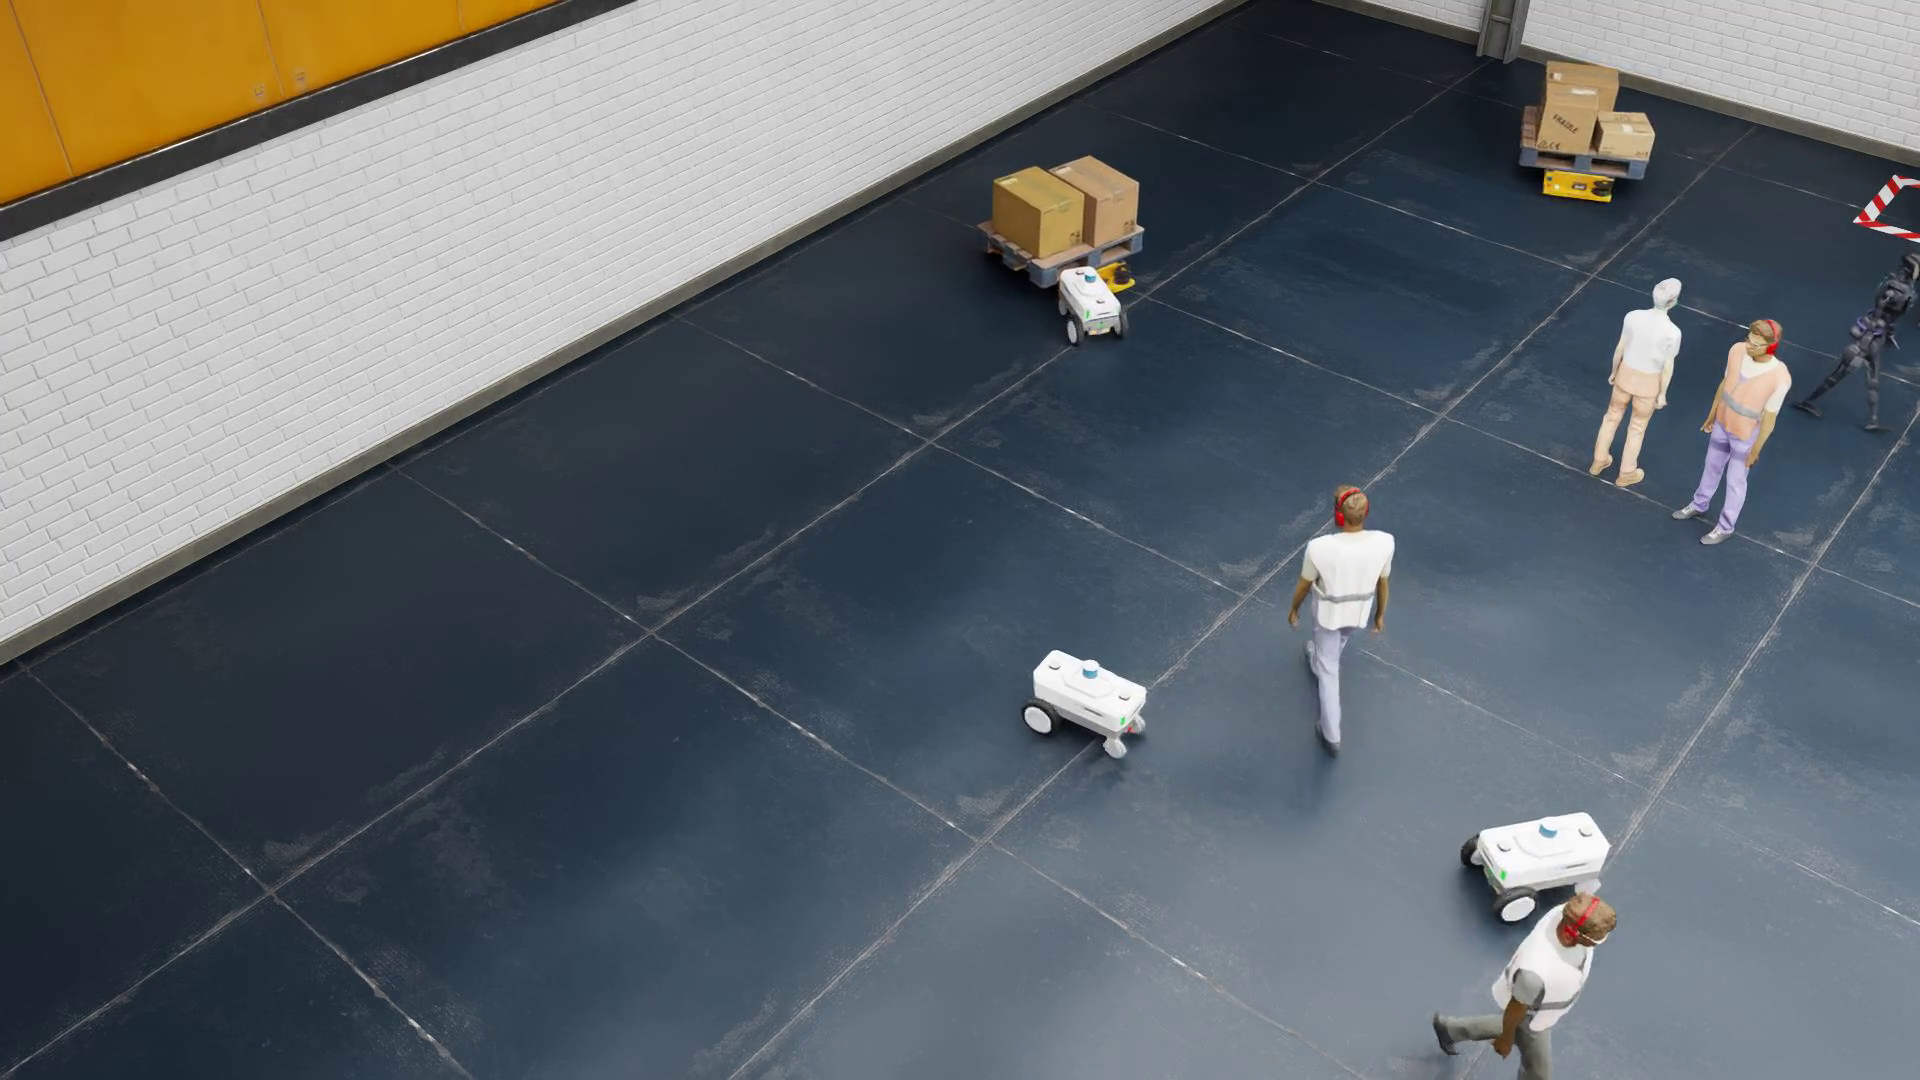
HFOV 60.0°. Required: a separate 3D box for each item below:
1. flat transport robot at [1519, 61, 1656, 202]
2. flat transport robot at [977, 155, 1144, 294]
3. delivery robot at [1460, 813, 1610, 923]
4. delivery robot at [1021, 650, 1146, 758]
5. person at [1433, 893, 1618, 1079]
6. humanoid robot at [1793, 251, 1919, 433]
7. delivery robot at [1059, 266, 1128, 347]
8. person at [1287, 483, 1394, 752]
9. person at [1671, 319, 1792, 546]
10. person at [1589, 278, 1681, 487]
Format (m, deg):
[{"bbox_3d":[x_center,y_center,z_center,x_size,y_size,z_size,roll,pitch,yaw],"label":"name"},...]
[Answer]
[{"bbox_3d":[6.363,-3.904,17.132,0.659,0.231,1.431,10,40,12],"label":"flat transport robot"},{"bbox_3d":[0.922,-2.637,15.559,0.659,0.231,1.431,-25,45,-28],"label":"flat transport robot"},{"bbox_3d":[3.367,1.871,9.748,0.792,0.611,0.499,-8,40,-10],"label":"delivery robot"},{"bbox_3d":[0.812,1.026,10.795,0.796,0.606,0.499,22,44,25],"label":"delivery robot"},{"bbox_3d":[2.801,2.267,8.240,0.778,1.808,0.625,29,47,31],"label":"person"},{"bbox_3d":[7.235,-1.587,13.167,0.602,1.618,0.785,-28,46,-30],"label":"humanoid robot"},{"bbox_3d":[1.148,-2.066,14.638,0.499,0.614,0.791,-11,40,-13],"label":"delivery robot"},{"bbox_3d":[2.386,0.428,10.555,0.582,1.783,0.965,-6,39,-7],"label":"person"},{"bbox_3d":[5.641,-0.800,12.035,0.386,1.836,0.559,-12,40,-14],"label":"person"},{"bbox_3d":[5.142,-1.201,12.599,0.325,1.747,0.476,-28,47,-30],"label":"person"}]
